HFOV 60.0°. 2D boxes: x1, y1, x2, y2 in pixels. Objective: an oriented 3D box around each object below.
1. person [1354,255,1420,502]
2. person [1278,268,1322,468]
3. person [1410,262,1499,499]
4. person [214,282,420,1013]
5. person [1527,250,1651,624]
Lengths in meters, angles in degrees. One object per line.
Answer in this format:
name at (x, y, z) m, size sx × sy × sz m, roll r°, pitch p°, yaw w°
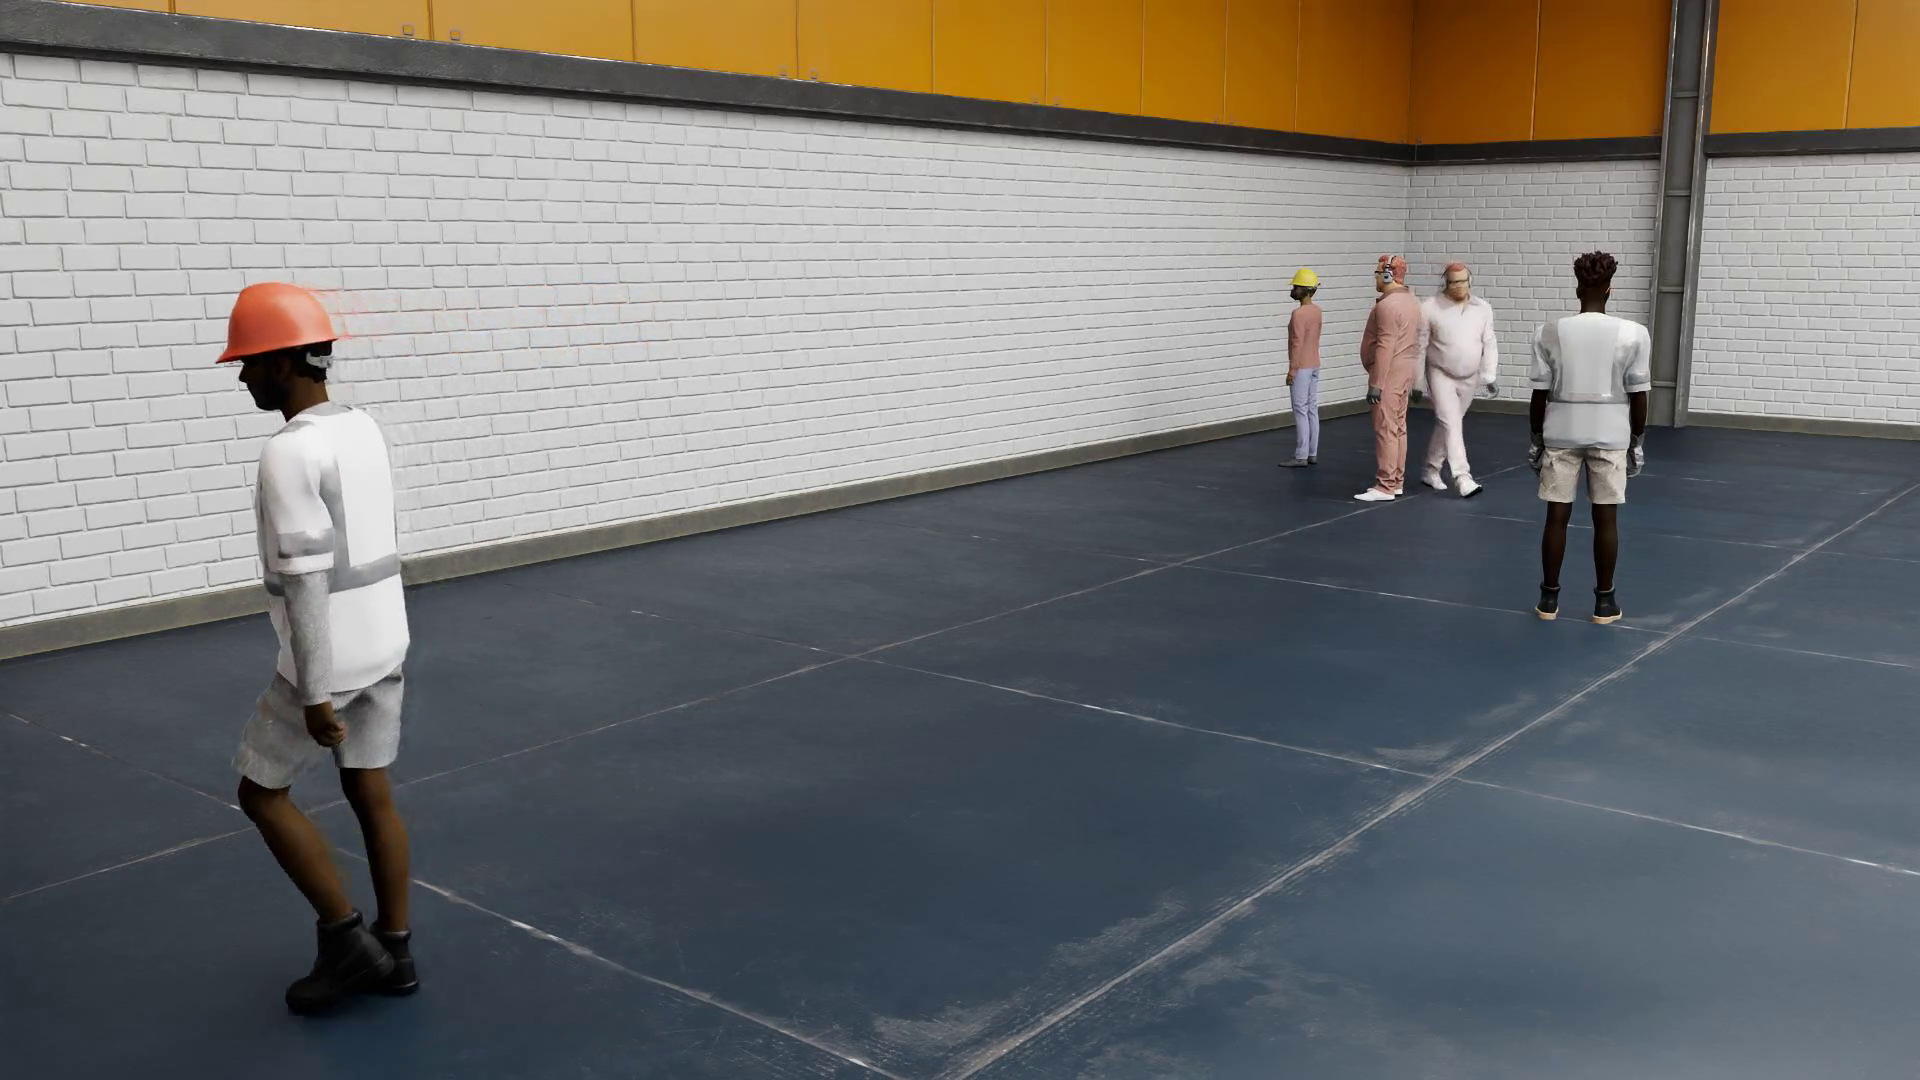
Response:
person at (3.314, -1.253, 12.944) m, size 0.409 × 1.909 × 0.641 m, roll 6°, pitch 12°, yaw 30°
person at (3.053, -1.529, 14.854) m, size 0.298 × 1.772 × 0.533 m, roll 7°, pitch 12°, yaw 33°
person at (3.925, -1.263, 13.163) m, size 0.628 × 1.839 × 1.010 m, roll -3°, pitch 11°, yaw -14°
person at (-1.655, 0.295, 4.340) m, size 0.449 × 1.912 × 0.543 m, roll 2°, pitch 10°, yaw 12°
person at (3.312, -0.535, 8.802) m, size 0.607 × 1.967 × 0.367 m, roll 5°, pitch 11°, yaw 24°
